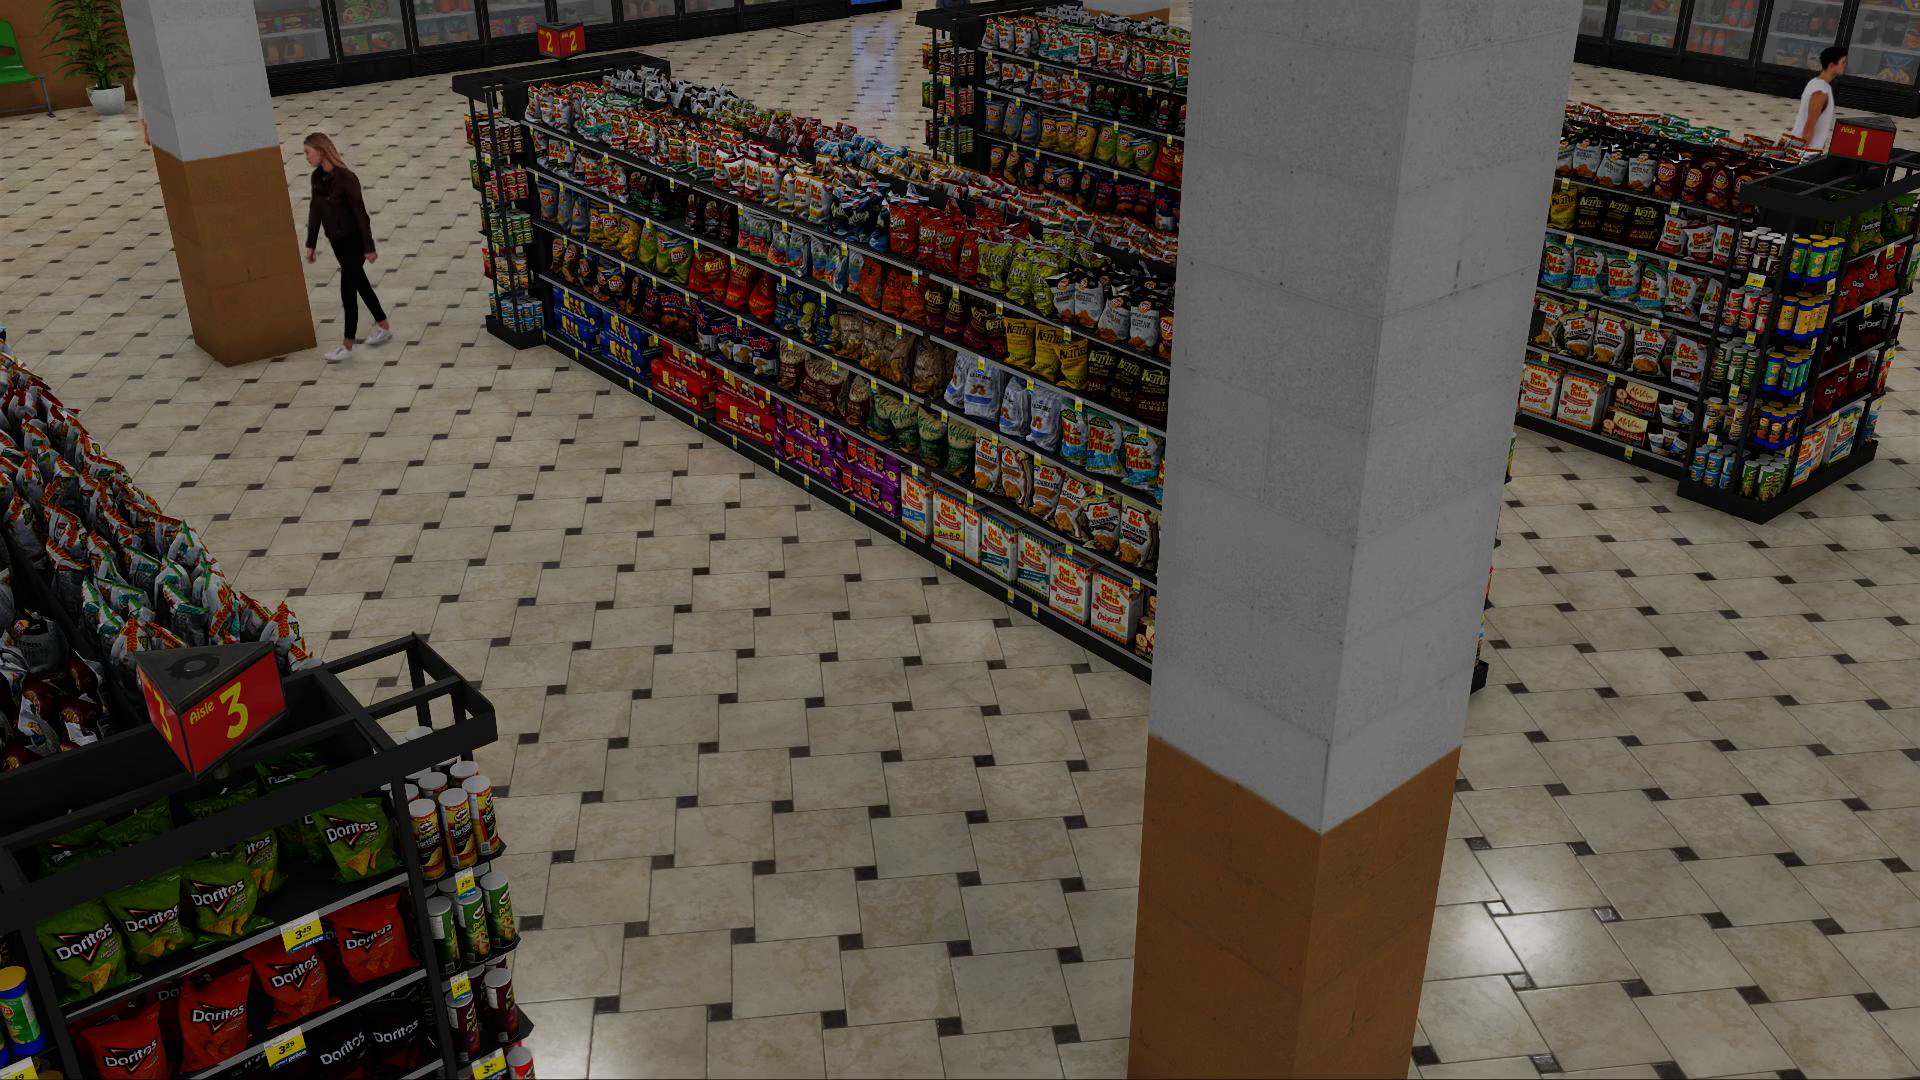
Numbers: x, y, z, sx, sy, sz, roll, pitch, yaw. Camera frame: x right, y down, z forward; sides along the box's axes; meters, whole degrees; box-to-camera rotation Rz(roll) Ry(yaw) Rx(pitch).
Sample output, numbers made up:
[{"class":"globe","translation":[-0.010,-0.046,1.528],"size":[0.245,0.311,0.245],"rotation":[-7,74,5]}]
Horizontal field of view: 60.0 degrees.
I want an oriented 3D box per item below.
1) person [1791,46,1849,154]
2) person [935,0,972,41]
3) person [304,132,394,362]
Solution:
[{"class":"person","translation":[7.497,-3.517,14.936],"size":[1.132,1.756,0.990],"rotation":[8,28,16]},{"class":"person","translation":[-0.074,-6.368,20.617],"size":[0.686,1.701,0.678],"rotation":[-6,27,-11]},{"class":"person","translation":[-4.528,-2.222,12.488],"size":[1.012,1.659,0.879],"rotation":[15,31,28]}]
